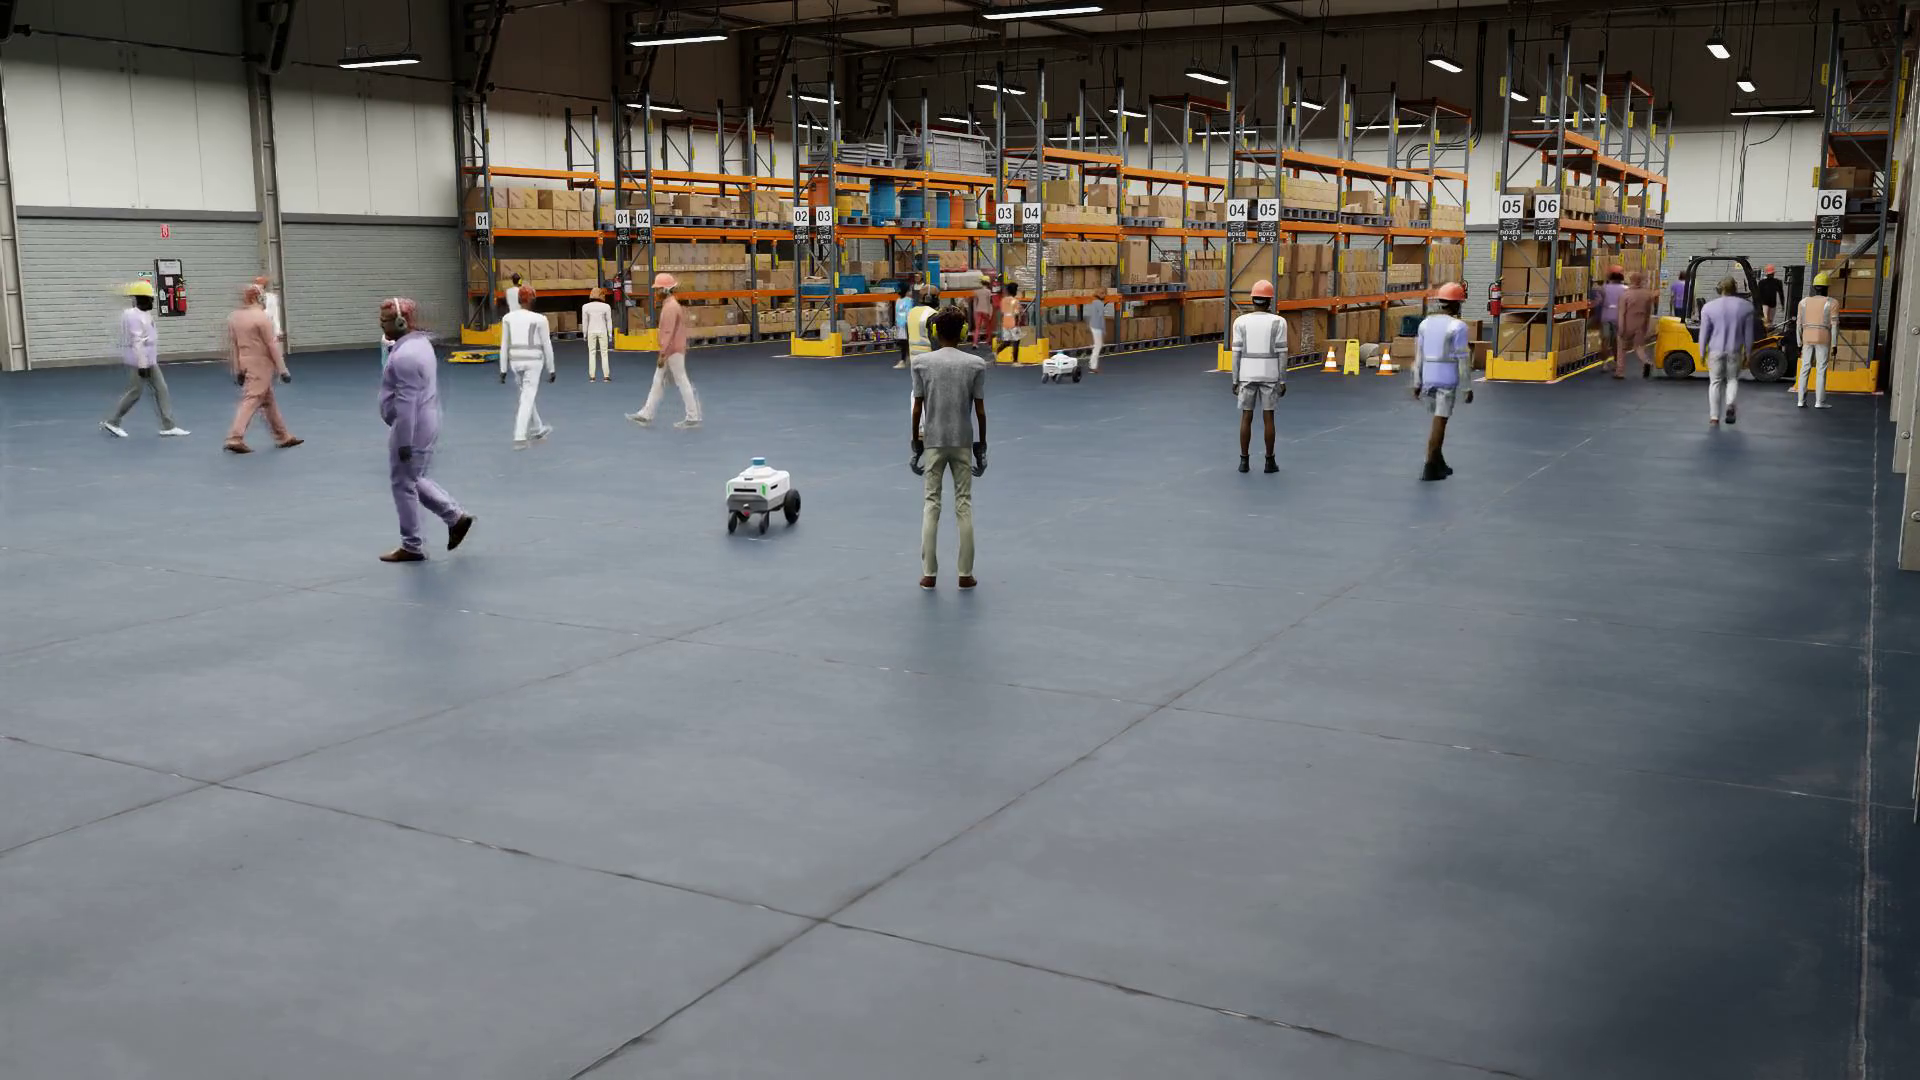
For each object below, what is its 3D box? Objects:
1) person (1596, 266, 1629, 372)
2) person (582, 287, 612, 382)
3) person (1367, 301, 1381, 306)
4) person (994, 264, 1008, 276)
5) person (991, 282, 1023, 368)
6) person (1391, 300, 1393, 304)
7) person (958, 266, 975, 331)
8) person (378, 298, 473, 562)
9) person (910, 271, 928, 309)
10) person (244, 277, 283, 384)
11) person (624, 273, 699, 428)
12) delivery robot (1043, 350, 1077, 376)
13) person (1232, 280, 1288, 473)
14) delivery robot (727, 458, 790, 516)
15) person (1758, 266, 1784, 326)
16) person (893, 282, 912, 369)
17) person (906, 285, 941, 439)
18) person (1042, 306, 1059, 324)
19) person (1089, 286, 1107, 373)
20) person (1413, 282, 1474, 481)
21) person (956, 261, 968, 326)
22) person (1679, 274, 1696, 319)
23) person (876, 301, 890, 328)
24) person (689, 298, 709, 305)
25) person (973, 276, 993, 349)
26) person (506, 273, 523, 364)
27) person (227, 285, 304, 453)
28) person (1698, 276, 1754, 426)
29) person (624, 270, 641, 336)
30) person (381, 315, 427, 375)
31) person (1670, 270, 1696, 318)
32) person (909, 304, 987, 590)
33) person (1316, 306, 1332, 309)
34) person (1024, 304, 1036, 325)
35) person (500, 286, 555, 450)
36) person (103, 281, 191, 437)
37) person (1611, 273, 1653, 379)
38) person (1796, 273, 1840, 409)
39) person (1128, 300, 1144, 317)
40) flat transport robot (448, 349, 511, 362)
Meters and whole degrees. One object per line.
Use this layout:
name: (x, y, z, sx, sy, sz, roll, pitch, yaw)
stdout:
person: (12.274, -4.146, 31.275, 0.632, 1.986, 1.051, 5, 11, 28)
person: (-6.298, -3.565, 28.901, 0.509, 1.632, 0.269, -1, 10, -7)
person: (11.043, -6.268, 44.078, 0.549, 1.856, 0.470, 6, 11, 32)
person: (1.312, -7.749, 52.424, 0.704, 1.955, 0.790, -1, 10, -4)
person: (0.944, -4.166, 32.307, 0.603, 1.681, 0.533, -7, 12, -35)
person: (11.690, -6.547, 45.574, 1.031, 1.918, 0.620, -5, 11, -27)
person: (0.211, -6.566, 45.684, 0.576, 1.893, 0.915, 6, 12, 33)
person: (-3.861, -0.775, 11.829, 0.536, 1.882, 0.658, -1, 10, -6)
person: (-0.929, -5.183, 37.759, 0.506, 1.846, 0.345, 5, 11, 28)
person: (-11.838, -3.546, 28.224, 0.598, 1.831, 1.008, 6, 11, 30)
person: (-3.761, -2.362, 20.921, 0.981, 1.946, 0.652, -2, 10, -14)
delivery robot: (1.721, -3.016, 28.565, 0.477, 0.478, 0.707, 6, 11, 31)
person: (3.013, -1.639, 16.738, 0.553, 1.935, 0.361, 3, 10, 16)
delivery robot: (-1.615, -0.418, 13.355, 0.477, 0.478, 0.707, 2, 10, 11)
person: (20.590, -5.993, 42.306, 0.670, 1.928, 0.988, 1, 10, 6)
person: (-1.070, -4.156, 32.201, 0.458, 1.683, 0.540, -5, 11, -26)
person: (-0.378, -2.079, 19.602, 0.428, 1.839, 0.631, -6, 11, -31)
person: (2.161, -5.720, 41.058, 0.613, 1.790, 0.520, -1, 10, -6)
person: (2.608, -3.924, 31.039, 0.379, 1.617, 0.541, -3, 10, -16)
person: (4.765, -1.539, 16.201, 0.704, 1.912, 0.582, -6, 12, -33)
person: (0.119, -7.179, 48.935, 0.610, 2.028, 0.423, 4, 11, 23)
person: (18.778, -6.084, 43.161, 0.712, 1.808, 0.631, 8, 12, 38)
person: (-1.900, -5.813, 42.131, 0.528, 1.614, 0.709, 5, 11, 28)
person: (-6.662, -5.966, 42.418, 0.595, 1.820, 0.407, 4, 11, 24)
person: (0.547, -5.322, 38.950, 0.526, 1.719, 0.932, 3, 10, 20)
person: (-8.805, -4.368, 32.987, 0.520, 1.854, 0.497, 6, 11, 31)
person: (-7.830, -1.910, 18.570, 0.634, 1.864, 1.010, 8, 13, 39)
person: (9.759, -2.399, 21.226, 0.649, 1.923, 0.458, 2, 10, 13)
person: (-7.910, -5.693, 40.590, 0.605, 1.900, 0.637, 6, 11, 31)
person: (-6.090, -1.735, 18.281, 0.525, 1.602, 0.748, -3, 10, -17)
person: (17.564, -5.640, 40.457, 0.597, 1.829, 0.534, 6, 11, 31)
person: (-0.078, -0.596, 10.865, 0.516, 1.865, 0.312, 0, 10, 0)
person: (9.629, -6.253, 43.780, 0.436, 1.923, 0.659, -9, 13, -42)
person: (1.932, -6.081, 42.736, 0.635, 1.938, 0.359, 4, 11, 23)
person: (-4.906, -1.978, 19.037, 0.588, 1.824, 1.009, 3, 10, 18)
person: (-9.892, -2.177, 20.040, 0.932, 1.892, 0.600, -1, 10, -6)
person: (11.872, -3.747, 29.251, 0.676, 1.880, 0.669, -1, 10, -8)
person: (12.275, -2.844, 23.813, 0.364, 1.930, 0.588, -8, 12, -39)
person: (4.750, -6.323, 44.732, 0.484, 1.744, 0.295, 4, 10, 22)
flat transport robot: (-9.871, -3.795, 34.233, 0.652, 0.197, 1.431, 2, 10, 14)
